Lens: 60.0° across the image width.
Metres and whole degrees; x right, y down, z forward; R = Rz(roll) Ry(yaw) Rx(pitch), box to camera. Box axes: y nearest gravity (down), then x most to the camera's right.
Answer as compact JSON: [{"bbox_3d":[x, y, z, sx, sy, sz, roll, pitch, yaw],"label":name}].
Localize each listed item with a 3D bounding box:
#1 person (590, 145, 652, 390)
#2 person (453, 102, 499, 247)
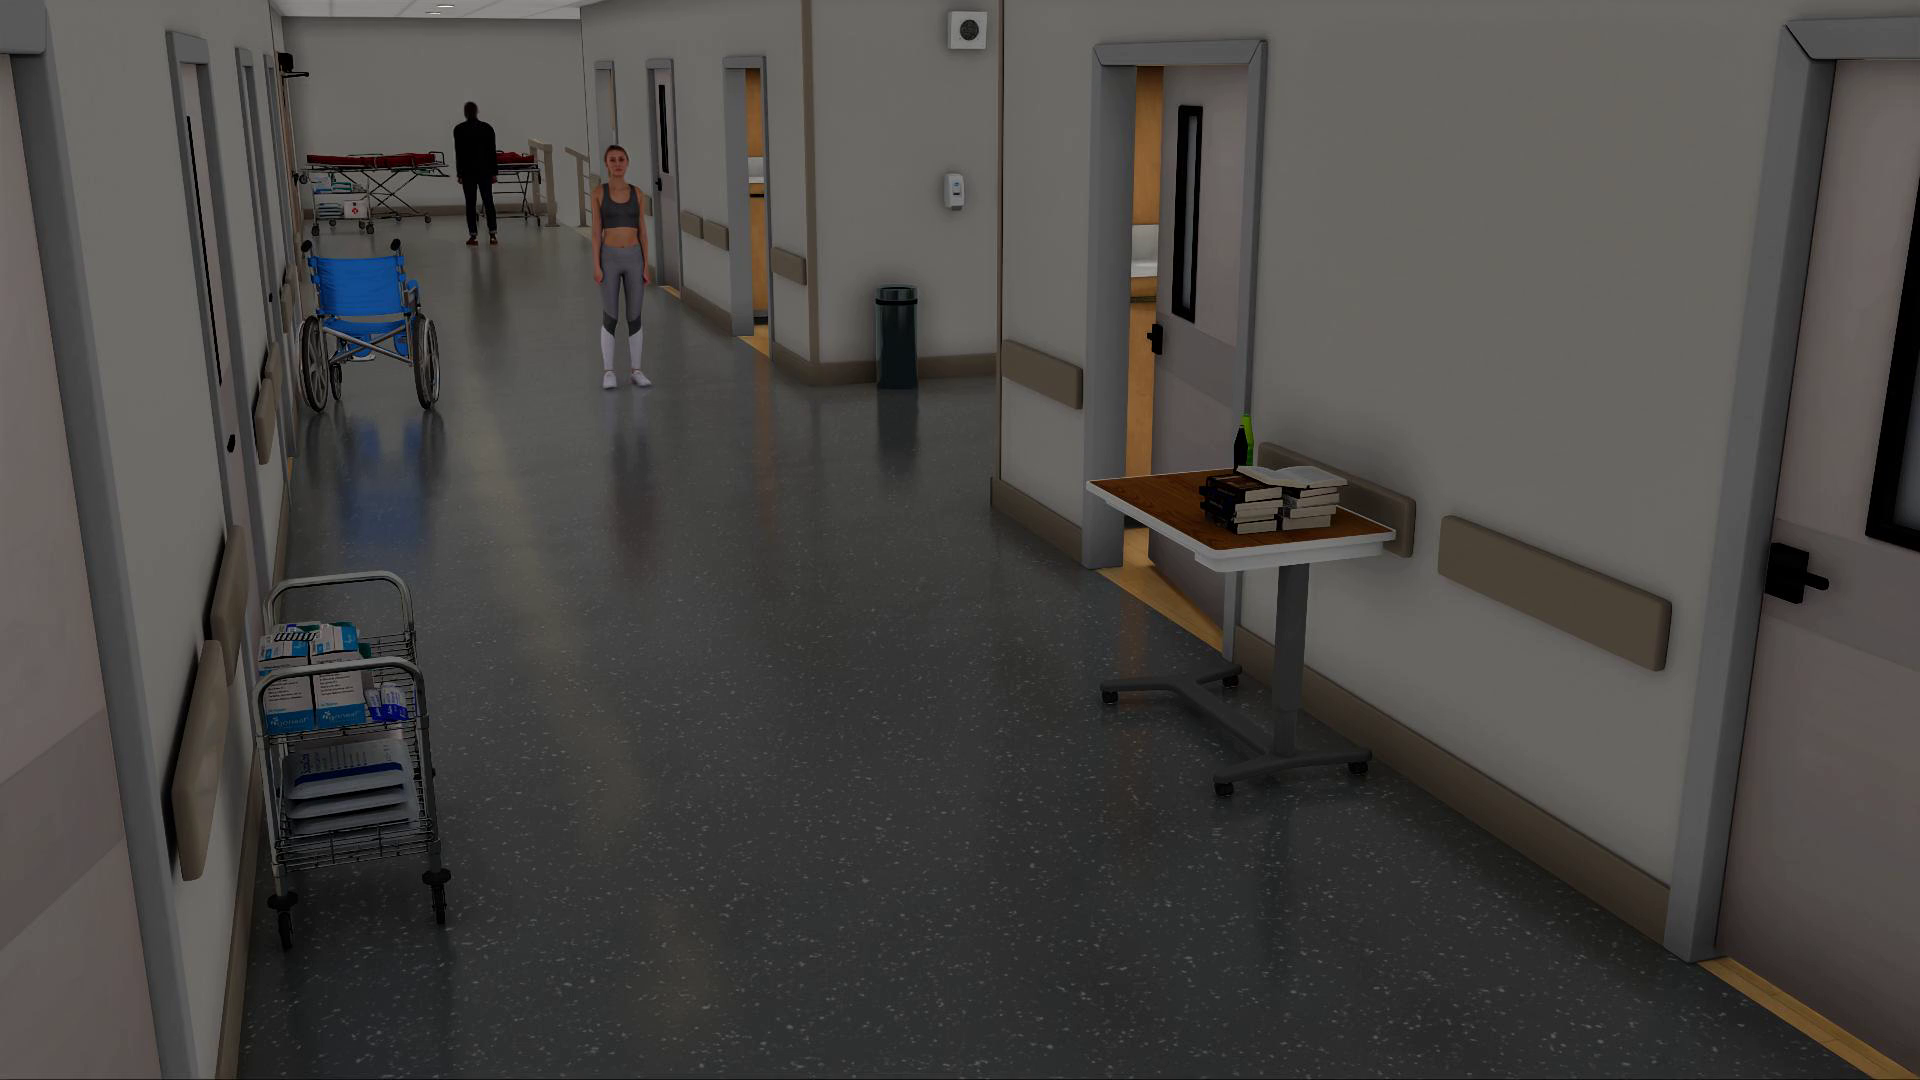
[{"bbox_3d":[-2.414,-1.941,11.833,0.567,1.703,0.559,-7,17,-23],"label":"person"},{"bbox_3d":[-6.281,-4.756,21.605,0.727,1.818,0.630,-8,18,-27],"label":"person"}]
